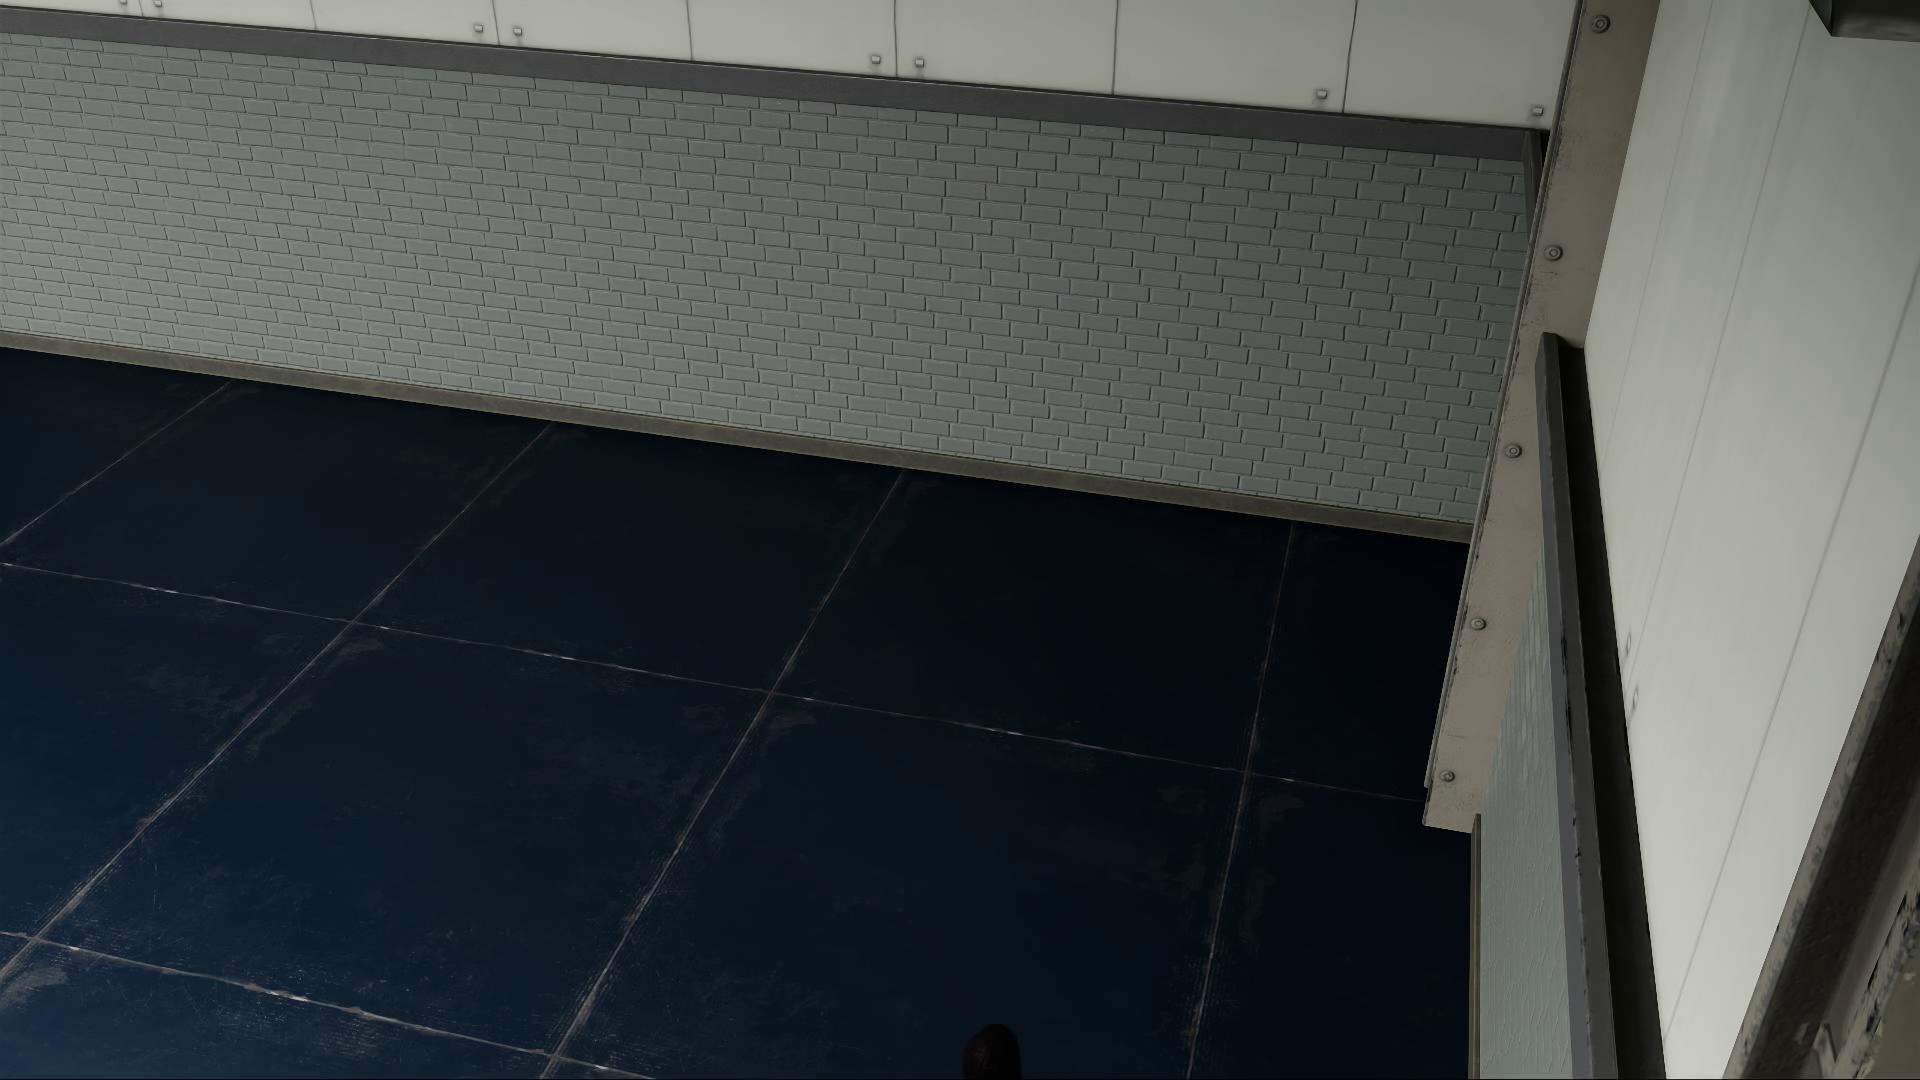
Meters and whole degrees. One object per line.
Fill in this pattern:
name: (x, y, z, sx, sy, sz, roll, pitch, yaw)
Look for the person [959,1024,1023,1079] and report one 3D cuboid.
person: (0.088, 2.560, 6.422, 0.618, 1.691, 0.784, 13, 34, 20)
